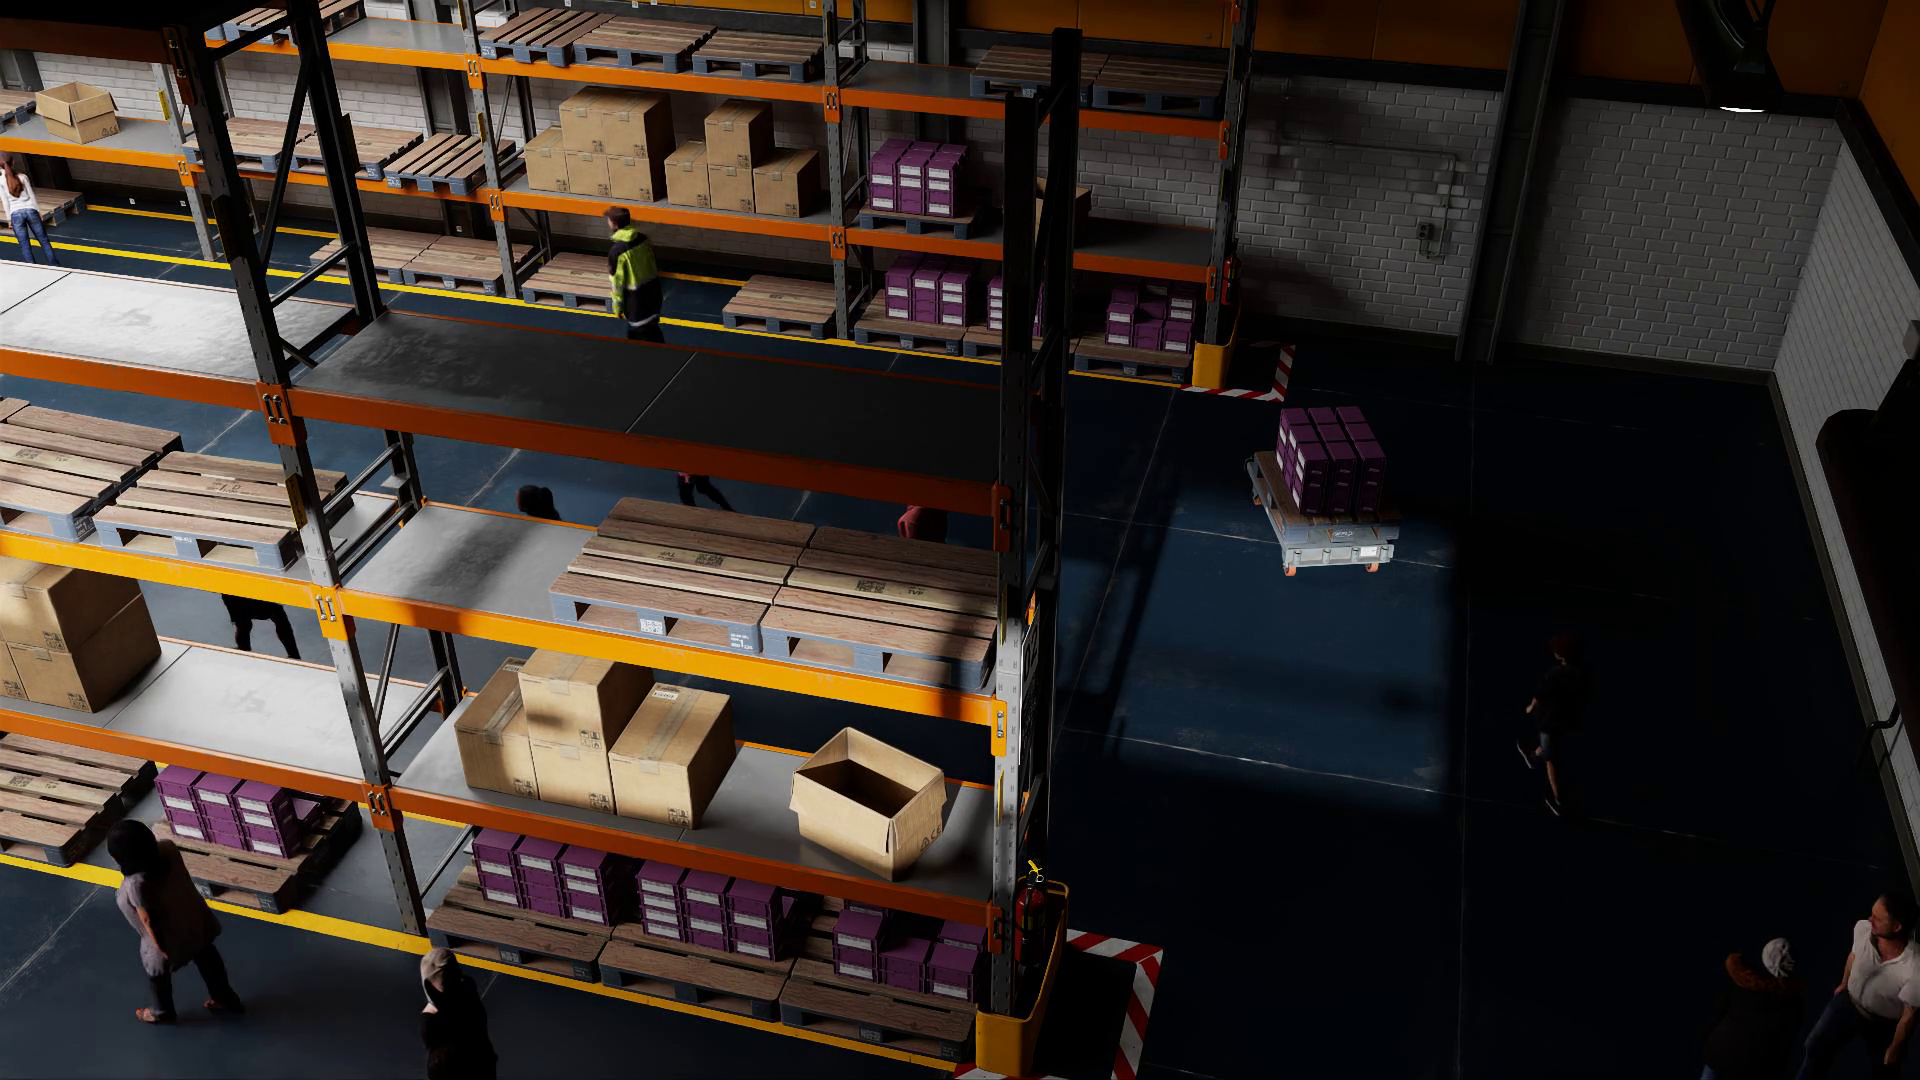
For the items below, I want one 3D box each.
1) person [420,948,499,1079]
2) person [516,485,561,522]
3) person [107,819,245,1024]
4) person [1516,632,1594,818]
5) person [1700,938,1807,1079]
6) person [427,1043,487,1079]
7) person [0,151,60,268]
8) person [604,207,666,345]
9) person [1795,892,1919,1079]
[{"bbox_3d":[-2.659,2.868,8.953,0.526,1.829,0.601,11,35,16],"label":"person"},{"bbox_3d":[-3.140,0.323,12.881,0.696,1.719,0.657,13,36,18],"label":"person"},{"bbox_3d":[-4.673,2.319,10.005,0.835,1.580,0.627,8,34,12],"label":"person"},{"bbox_3d":[4.220,1.308,11.683,0.963,1.406,0.931,-10,35,-14],"label":"person"},{"bbox_3d":[4.329,2.824,9.200,0.774,1.630,0.675,-27,42,-34],"label":"person"},{"bbox_3d":[-2.531,3.217,8.579,0.610,1.662,0.664,25,41,32],"label":"person"},{"bbox_3d":[-10.763,-3.724,19.116,0.634,1.558,0.680,-22,40,-30],"label":"person"},{"bbox_3d":[-3.148,-2.390,16.770,1.292,1.934,0.906,15,37,21],"label":"person"},{"bbox_3d":[5.162,2.665,9.274,1.103,1.813,1.028,-14,36,-20],"label":"person"}]
